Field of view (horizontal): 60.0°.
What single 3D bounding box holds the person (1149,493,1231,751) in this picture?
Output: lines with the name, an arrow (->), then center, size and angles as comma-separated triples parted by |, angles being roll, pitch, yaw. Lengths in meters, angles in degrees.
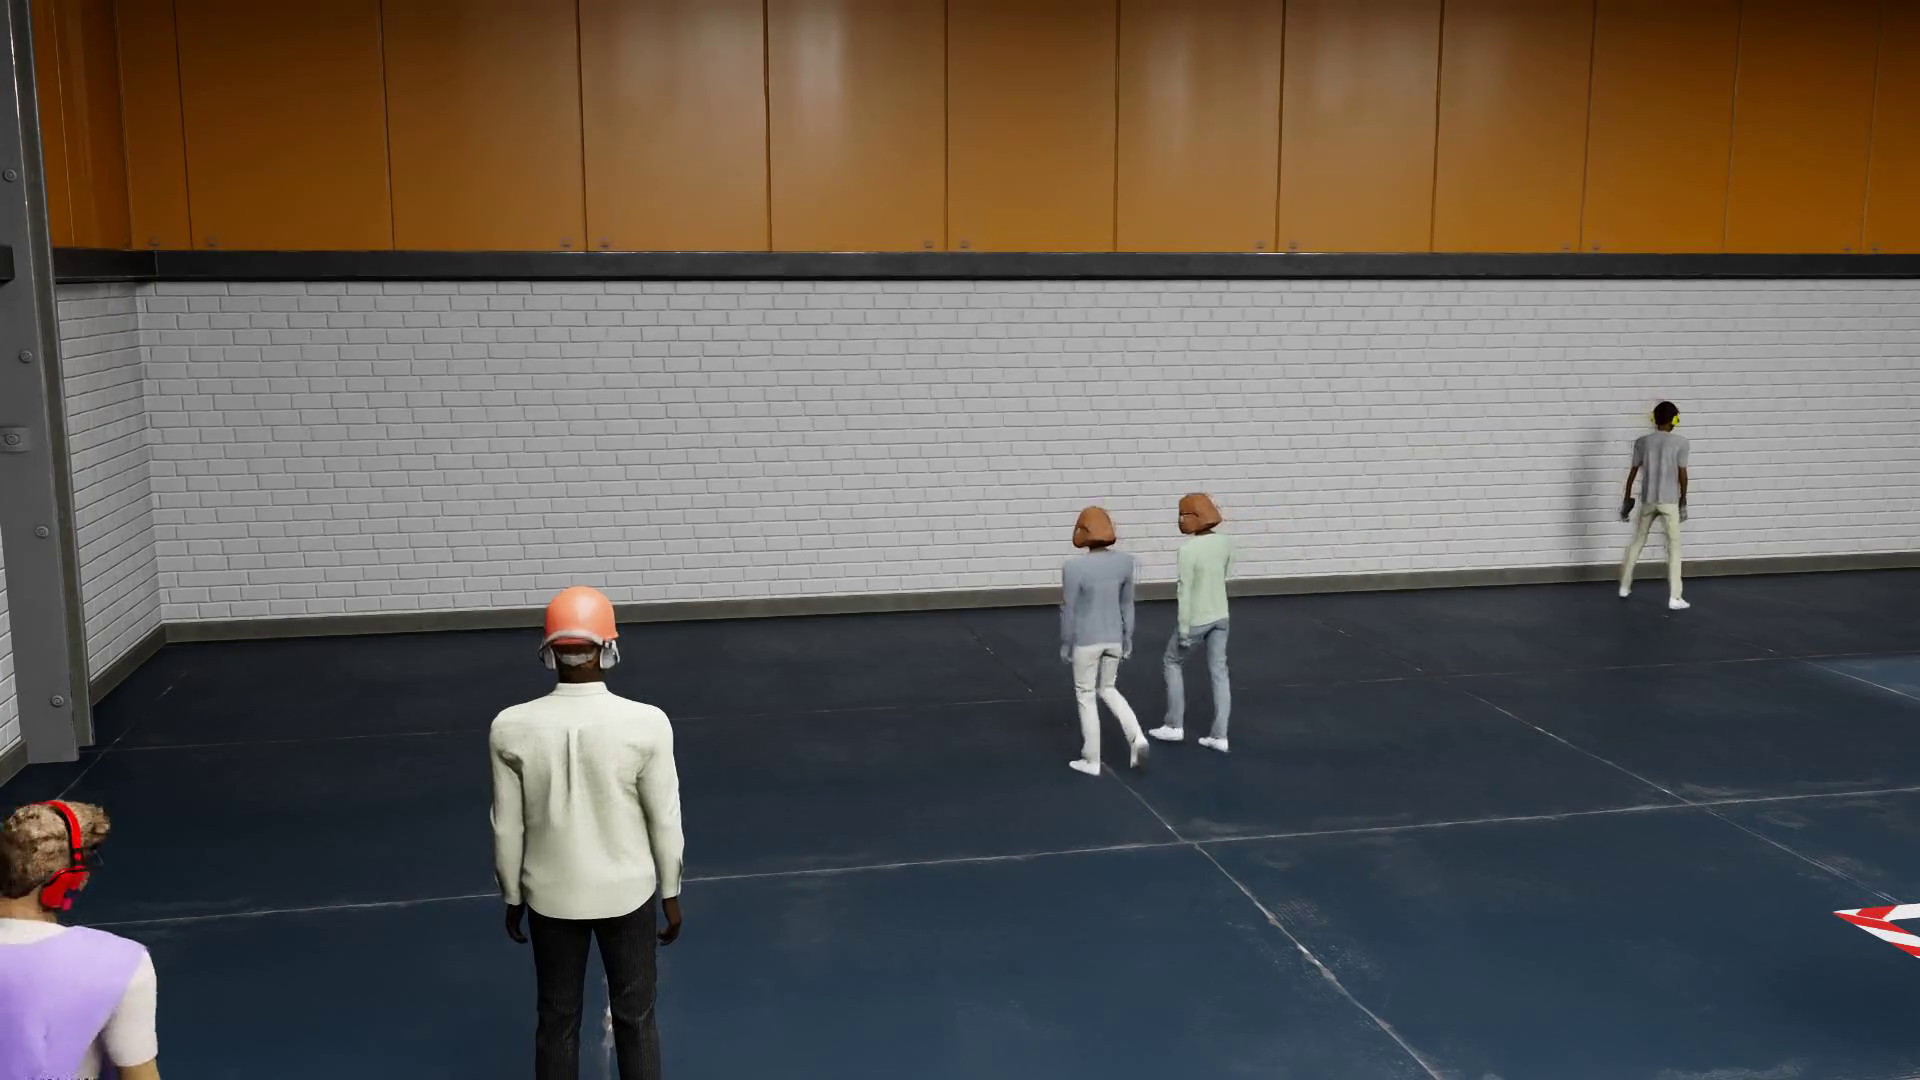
person -> 1.465, 0.500, 10.427 | 0.514, 1.612, 0.638 | -7, 12, -37

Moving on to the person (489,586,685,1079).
person -> -1.195, 1.135, 5.402 | 0.608, 1.994, 0.382 | 0, 9, -2

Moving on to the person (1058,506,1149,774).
person -> 0.842, 0.612, 9.748 | 0.496, 1.616, 0.464 | -6, 11, -32

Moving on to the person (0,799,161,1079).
person -> -2.122, 1.495, 3.777 | 0.618, 1.804, 0.454 | -1, 9, -8

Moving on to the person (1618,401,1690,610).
person -> 6.227, -0.330, 14.911 | 0.544, 1.819, 0.742 | -9, 13, -42
